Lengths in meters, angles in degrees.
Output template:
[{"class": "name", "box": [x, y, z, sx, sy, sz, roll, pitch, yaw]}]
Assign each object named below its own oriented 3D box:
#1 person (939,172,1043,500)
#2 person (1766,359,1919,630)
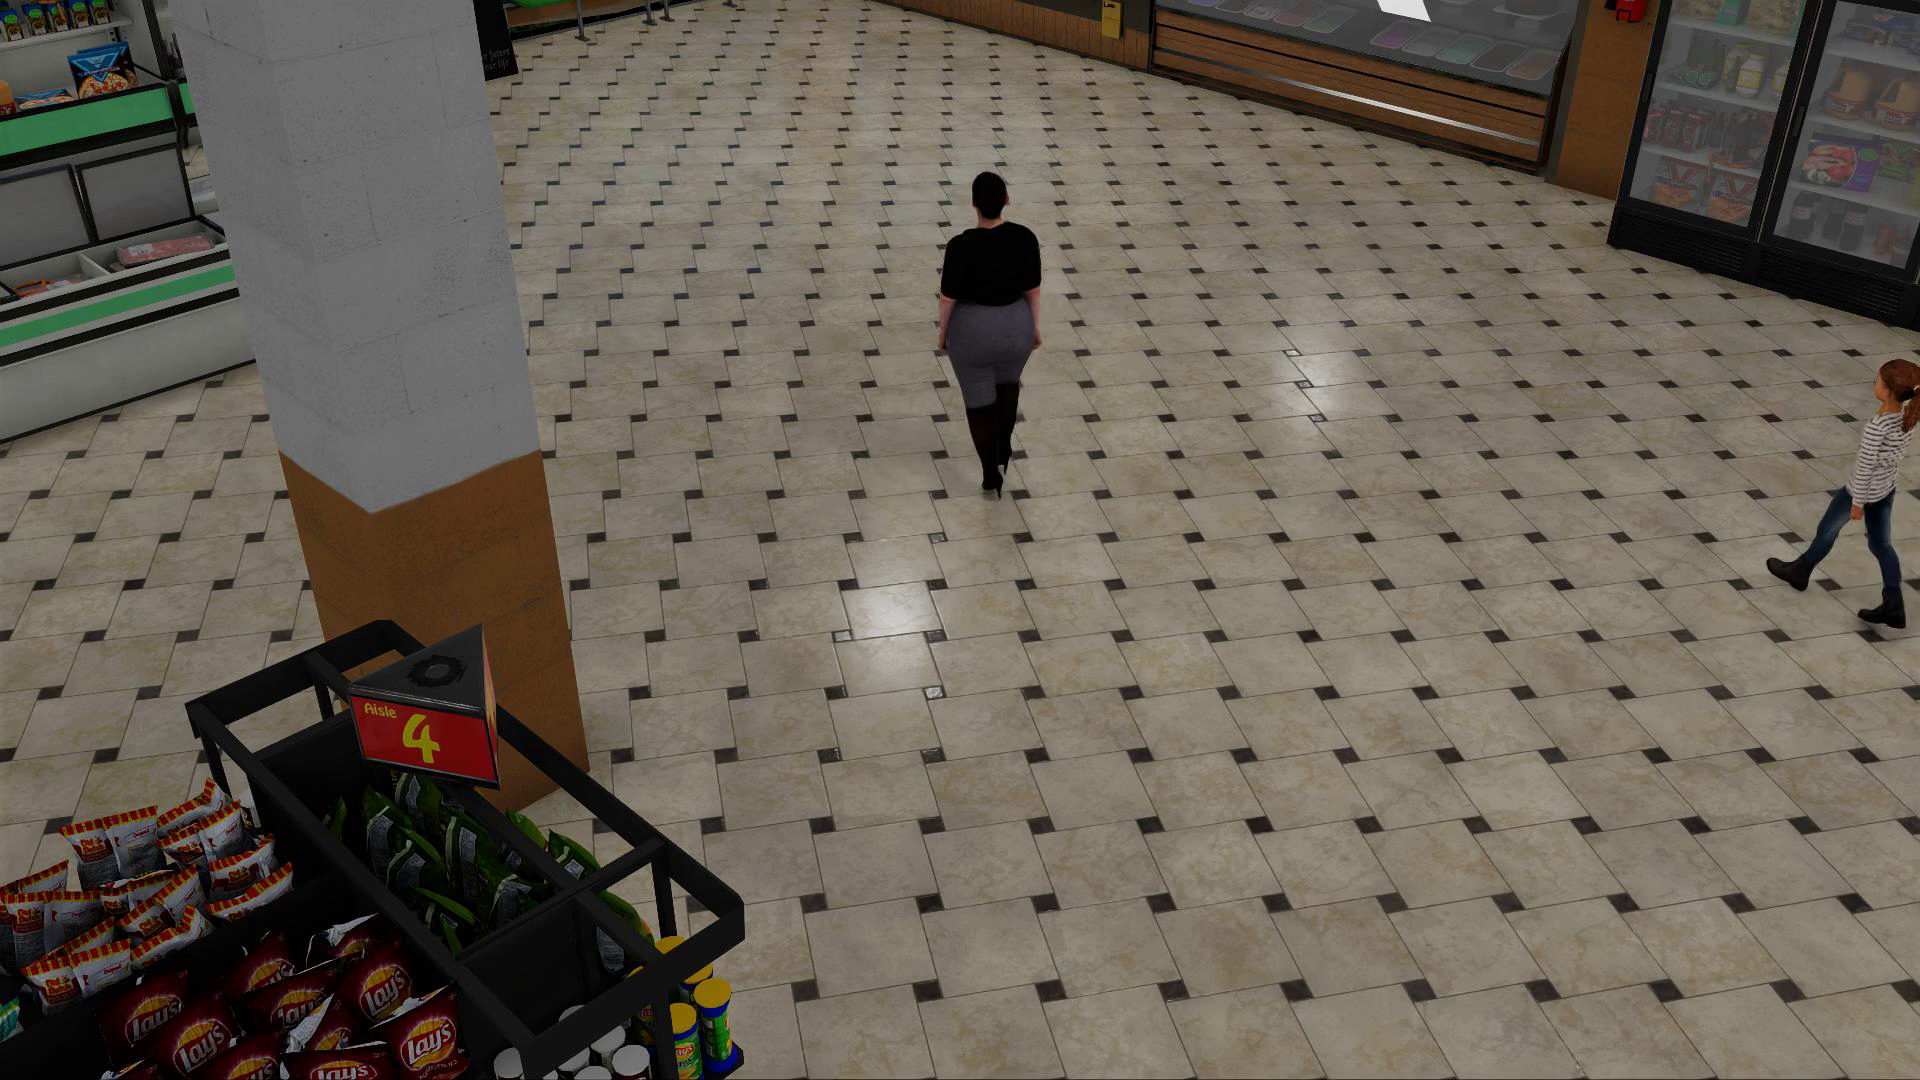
[{"class": "person", "box": [0.194, -0.991, 8.534, 0.754, 1.741, 0.852, -9, 33, -15]}, {"class": "person", "box": [4.258, -0.184, 7.666, 0.916, 1.288, 0.724, -15, 35, -23]}]
